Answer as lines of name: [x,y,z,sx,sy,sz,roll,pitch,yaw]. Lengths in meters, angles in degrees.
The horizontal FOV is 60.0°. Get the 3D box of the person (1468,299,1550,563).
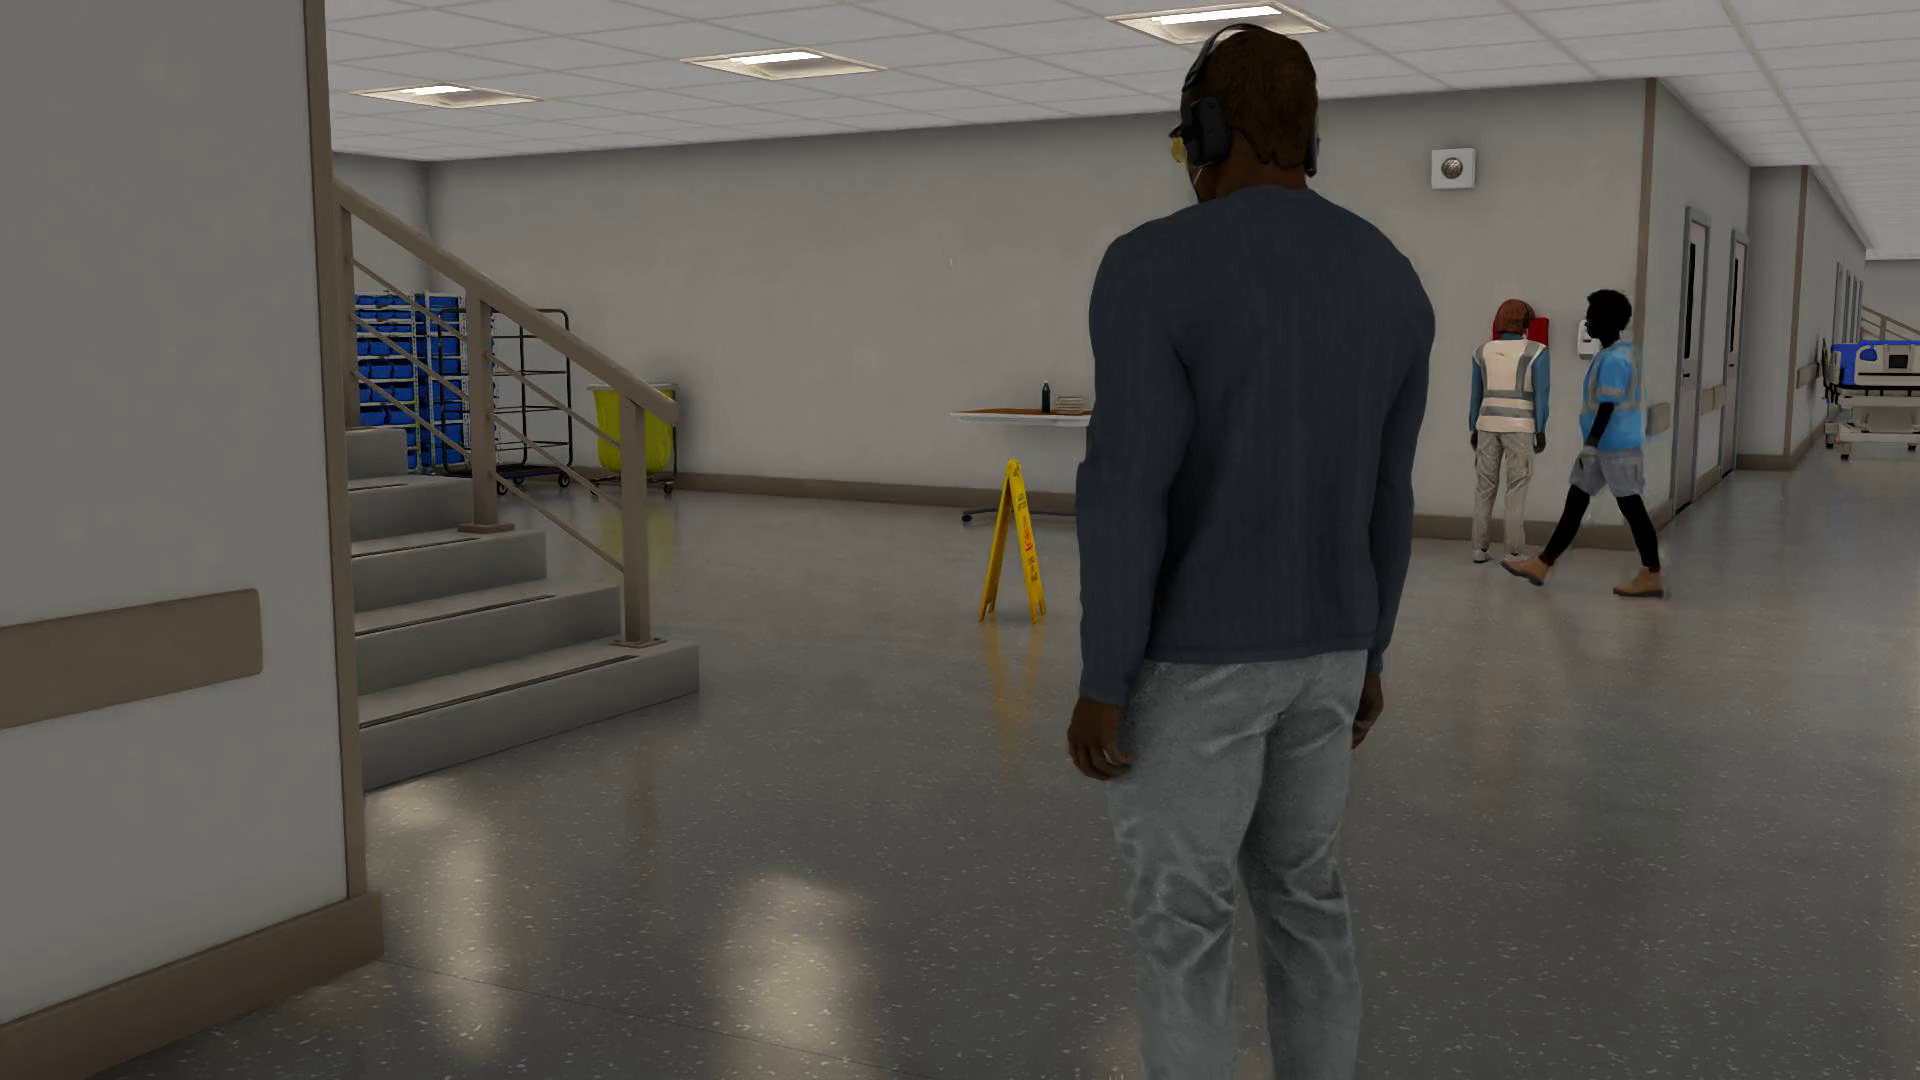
person: [3.345,-0.653,10.170,0.324,1.630,0.510,-7,10,-42]

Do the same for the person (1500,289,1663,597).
person: [3.415,-0.517,8.983,0.856,1.646,0.555,2,8,14]

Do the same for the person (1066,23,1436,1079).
person: [0.443,0.186,2.573,0.640,1.927,0.389,-5,9,-33]
